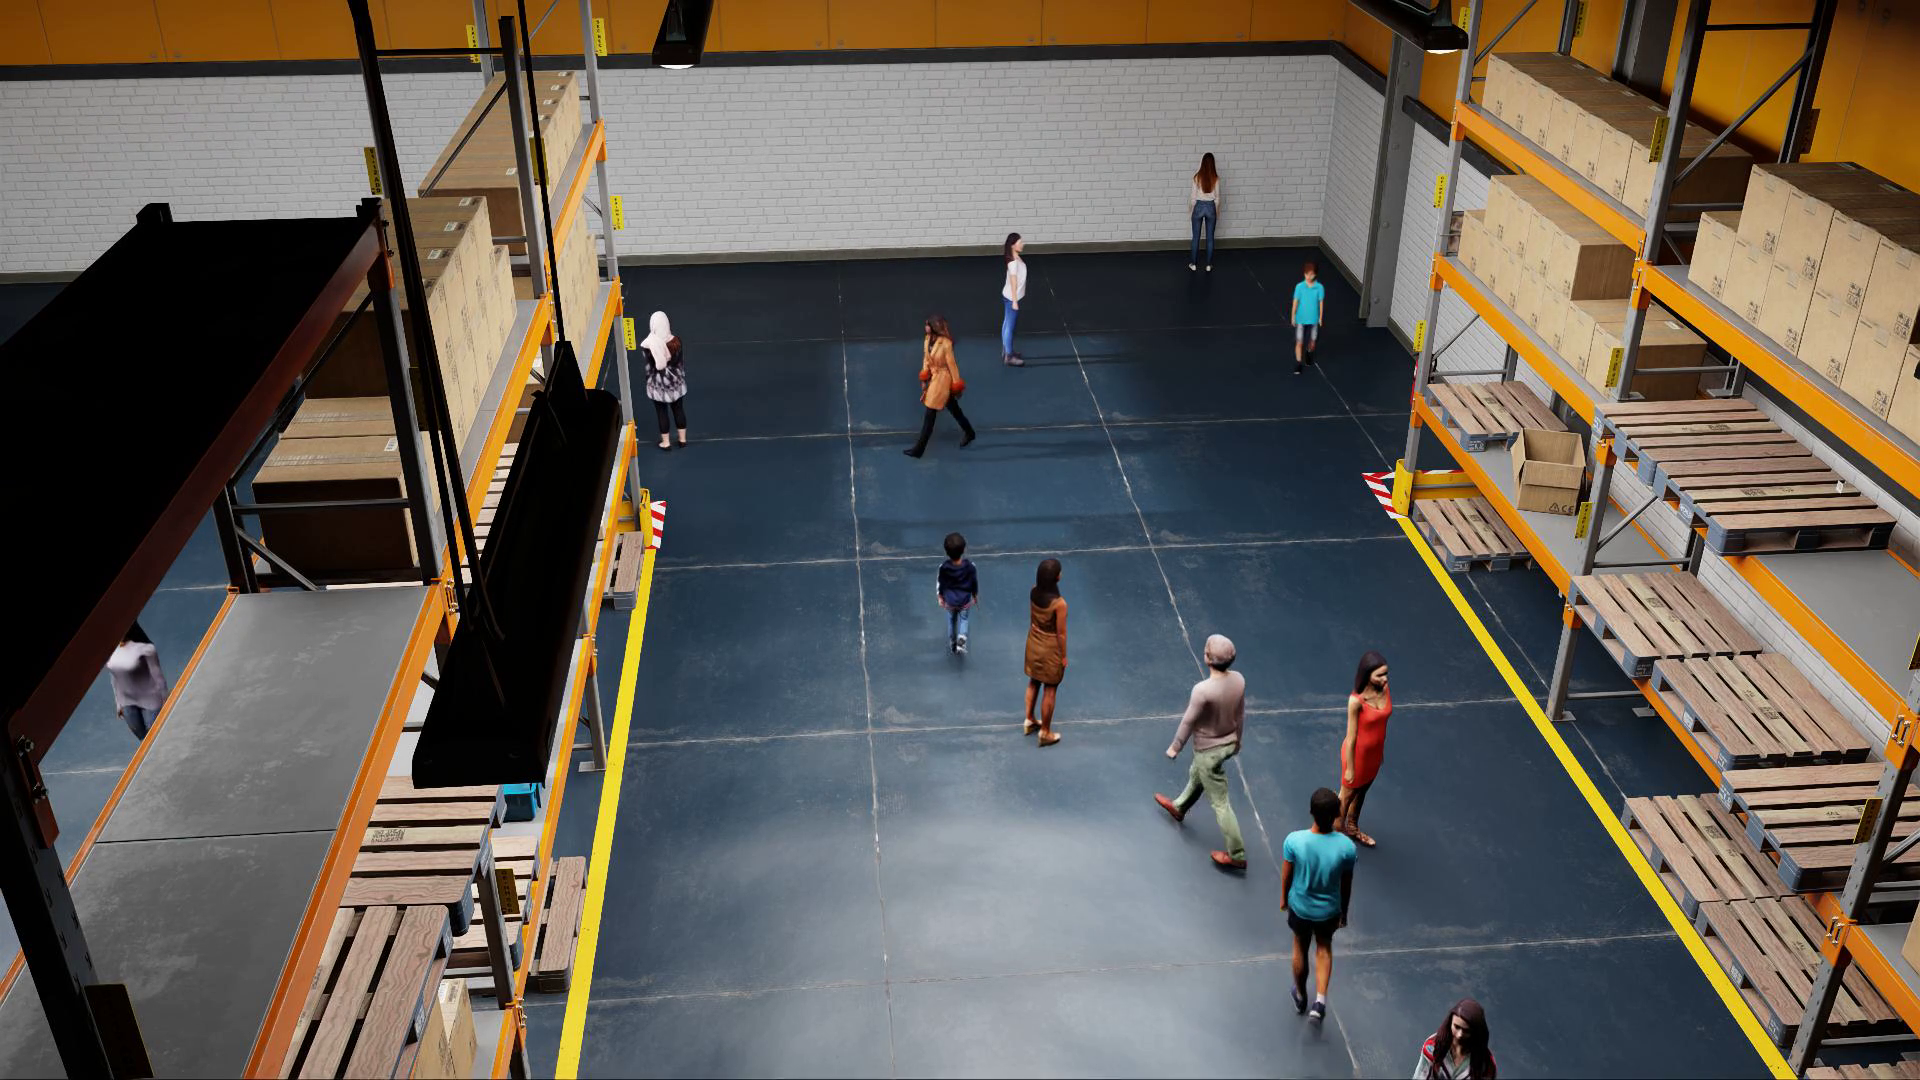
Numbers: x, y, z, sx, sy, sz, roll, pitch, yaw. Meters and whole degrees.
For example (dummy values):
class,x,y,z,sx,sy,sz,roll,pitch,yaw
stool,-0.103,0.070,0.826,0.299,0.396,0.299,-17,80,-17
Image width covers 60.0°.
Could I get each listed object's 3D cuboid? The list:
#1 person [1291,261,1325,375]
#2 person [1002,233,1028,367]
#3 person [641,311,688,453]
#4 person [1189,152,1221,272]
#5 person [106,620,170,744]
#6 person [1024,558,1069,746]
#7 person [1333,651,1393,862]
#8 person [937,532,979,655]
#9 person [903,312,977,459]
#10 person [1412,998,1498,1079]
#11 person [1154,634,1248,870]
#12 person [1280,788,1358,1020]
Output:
class,x,y,z,sx,sy,sz,roll,pitch,yaw
person,4.331,-2.793,20.724,0.631,1.438,0.716,6,29,11
person,0.656,-3.026,20.895,0.660,1.684,0.474,-1,29,-2
person,-3.302,-1.787,18.672,0.720,1.637,0.735,-14,32,-24
person,3.530,-4.737,23.983,0.607,1.729,0.556,2,29,4
person,-6.346,1.223,13.058,0.764,1.729,0.871,7,29,12
person,0.707,0.910,13.678,0.705,1.684,0.612,-20,35,-32
person,2.997,1.587,12.402,0.673,1.718,0.713,-25,37,-37
person,-0.023,0.514,14.891,0.552,1.217,0.611,1,29,2
person,-0.107,-1.728,18.527,1.117,1.673,1.250,-19,34,-30
person,2.788,3.246,9.471,0.666,1.612,0.670,12,31,21
person,1.925,1.607,12.257,1.180,1.821,1.335,-23,36,-36
person,2.294,2.438,10.796,0.707,1.762,0.816,5,29,10
